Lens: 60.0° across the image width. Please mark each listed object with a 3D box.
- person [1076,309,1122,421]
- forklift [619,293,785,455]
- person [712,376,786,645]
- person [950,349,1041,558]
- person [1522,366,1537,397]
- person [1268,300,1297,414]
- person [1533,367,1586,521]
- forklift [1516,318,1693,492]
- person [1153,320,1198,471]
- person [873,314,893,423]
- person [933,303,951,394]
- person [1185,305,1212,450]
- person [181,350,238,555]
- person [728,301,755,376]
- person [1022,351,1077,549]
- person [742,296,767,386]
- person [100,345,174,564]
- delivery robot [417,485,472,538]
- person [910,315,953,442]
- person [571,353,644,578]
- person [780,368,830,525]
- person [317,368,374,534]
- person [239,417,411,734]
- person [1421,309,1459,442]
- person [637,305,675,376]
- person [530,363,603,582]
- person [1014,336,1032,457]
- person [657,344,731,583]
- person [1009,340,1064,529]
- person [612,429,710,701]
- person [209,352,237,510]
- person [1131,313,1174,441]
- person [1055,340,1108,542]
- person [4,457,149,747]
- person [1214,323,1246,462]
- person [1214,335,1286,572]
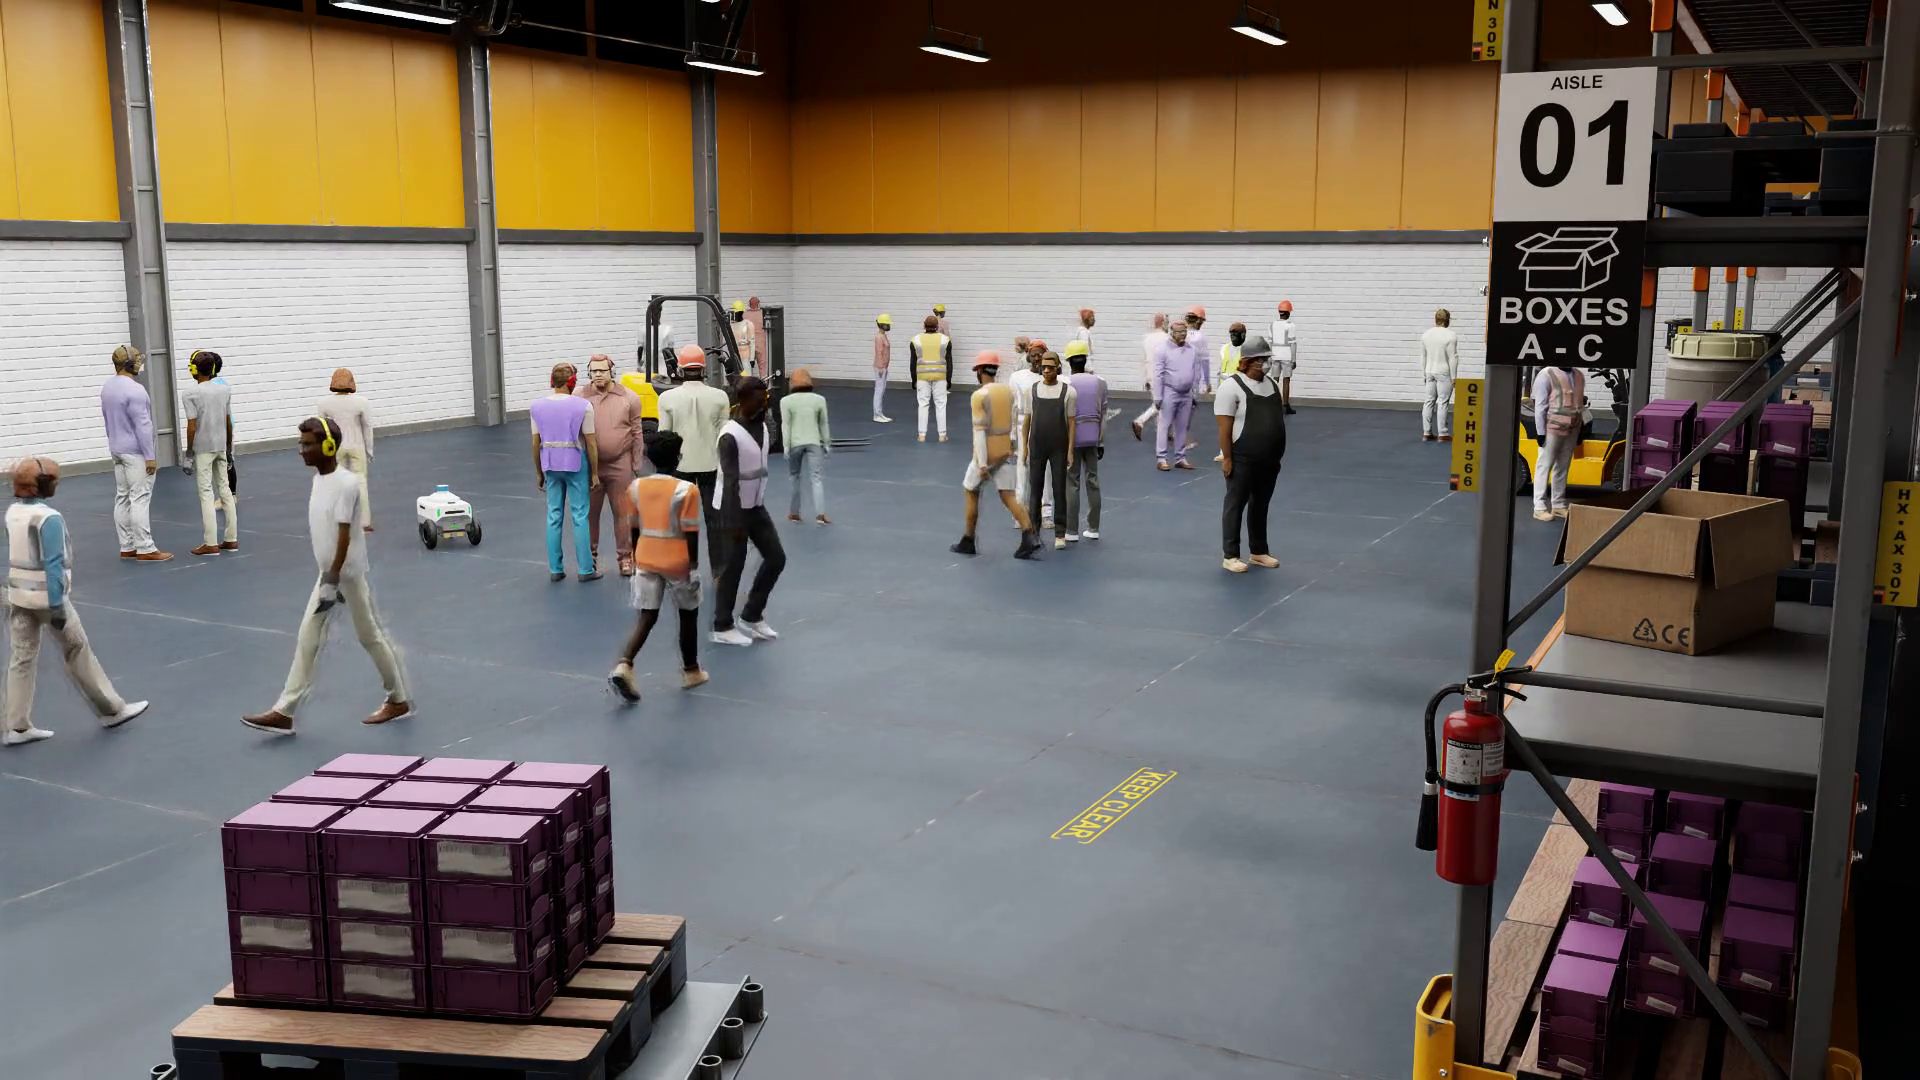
[{"bbox_3d":[2.118,-2.816,27.009,1.011,1.819,0.585,1,10,7],"label":"person"},{"bbox_3d":[-3.588,-2.317,23.042,2.313,2.155,1.214,-1,10,-5],"label":"forklift"},{"bbox_3d":[-1.494,-0.197,11.613,0.583,1.894,0.647,4,10,20],"label":"person"},{"bbox_3d":[0.335,-0.771,14.989,0.539,1.893,0.900,-9,13,-43],"label":"person"},{"bbox_3d":[7.912,-2.237,23.630,0.403,1.830,0.600,-4,11,-22],"label":"person"},{"bbox_3d":[5.517,-3.111,28.385,0.545,1.938,0.361,10,14,44],"label":"person"},{"bbox_3d":[6.192,-1.121,17.153,0.624,1.841,0.430,-5,11,-26],"label":"person"},{"bbox_3d":[7.066,-1.601,18.899,2.313,2.155,1.214,5,11,27],"label":"forklift"},{"bbox_3d":[2.745,-1.828,21.045,0.651,1.906,0.403,-5,11,-27],"label":"person"},{"bbox_3d":[-1.244,-2.793,27.047,0.330,1.765,0.533,1,10,6],"label":"person"},{"bbox_3d":[-0.410,-3.721,32.416,0.533,1.765,0.321,7,12,34],"label":"person"},{"bbox_3d":[3.261,-2.258,23.209,0.683,2.010,0.629,-7,12,-35],"label":"person"},{"bbox_3d":[-6.854,-0.793,15.163,0.328,1.872,0.513,5,11,25],"label":"person"},{"bbox_3d":[-3.845,-3.230,29.164,0.603,1.913,0.423,7,12,37],"label":"person"},{"bbox_3d":[0.825,-0.832,15.456,0.508,1.846,0.345,2,10,10],"label":"person"},{"bbox_3d":[-3.961,-3.756,32.211,0.641,1.908,0.407,-1,10,-3],"label":"person"},{"bbox_3d":[-7.328,-0.756,14.745,0.632,1.940,0.372,7,12,35],"label":"person"},{"bbox_3d":[-4.877,-0.279,15.715,0.477,0.478,0.707,-6,12,-33],"label":"delivery robot"},{"bbox_3d":[-0.416,-2.349,24.252,0.625,1.844,0.429,0,10,-1],"label":"person"},{"bbox_3d":[-3.006,-0.625,14.082,0.652,1.906,0.403,-1,10,-7],"label":"person"},{"bbox_3d":[-1.543,-0.939,16.846,0.515,1.587,0.720,-3,10,-19],"label":"person"},{"bbox_3d":[-5.986,-0.862,16.244,0.503,1.633,0.280,-3,10,-15],"label":"person"},{"bbox_3d":[-3.612,0.216,9.473,0.515,1.822,0.969,9,13,41],"label":"person"},{"bbox_3d":[6.975,-2.387,24.190,0.372,1.940,0.631,-7,12,-36],"label":"person"},{"bbox_3d":[-4.975,-2.930,27.286,0.623,1.953,0.635,0,10,-1],"label":"person"},{"bbox_3d":[-3.287,-0.554,13.868,0.563,1.837,0.389,2,10,9],"label":"person"},{"bbox_3d":[0.881,-1.938,22.486,0.315,1.632,0.527,0,10,-1],"label":"person"},{"bbox_3d":[-2.191,-0.619,13.781,0.614,1.997,0.374,-3,10,-15],"label":"person"},{"bbox_3d":[0.763,-1.046,16.588,0.574,1.883,0.356,0,10,-1],"label":"person"},{"bbox_3d":[-1.849,0.155,10.268,0.536,1.671,0.783,4,11,23],"label":"person"},{"bbox_3d":[-7.969,-1.170,17.840,0.321,1.697,0.530,-1,10,-6],"label":"person"},{"bbox_3d":[2.841,-2.351,24.131,0.751,1.885,0.648,-3,10,-19],"label":"person"},{"bbox_3d":[1.124,-0.936,15.850,0.585,1.917,0.382,-5,11,-27],"label":"person"},{"bbox_3d":[-5.078,0.329,9.415,0.540,1.606,0.759,6,12,33],"label":"person"},{"bbox_3d":[3.613,-1.920,21.768,0.635,1.840,0.429,8,13,40],"label":"person"},{"bbox_3d":[2.560,-0.748,14.405,0.689,2.000,0.539,-7,12,-34],"label":"person"}]
